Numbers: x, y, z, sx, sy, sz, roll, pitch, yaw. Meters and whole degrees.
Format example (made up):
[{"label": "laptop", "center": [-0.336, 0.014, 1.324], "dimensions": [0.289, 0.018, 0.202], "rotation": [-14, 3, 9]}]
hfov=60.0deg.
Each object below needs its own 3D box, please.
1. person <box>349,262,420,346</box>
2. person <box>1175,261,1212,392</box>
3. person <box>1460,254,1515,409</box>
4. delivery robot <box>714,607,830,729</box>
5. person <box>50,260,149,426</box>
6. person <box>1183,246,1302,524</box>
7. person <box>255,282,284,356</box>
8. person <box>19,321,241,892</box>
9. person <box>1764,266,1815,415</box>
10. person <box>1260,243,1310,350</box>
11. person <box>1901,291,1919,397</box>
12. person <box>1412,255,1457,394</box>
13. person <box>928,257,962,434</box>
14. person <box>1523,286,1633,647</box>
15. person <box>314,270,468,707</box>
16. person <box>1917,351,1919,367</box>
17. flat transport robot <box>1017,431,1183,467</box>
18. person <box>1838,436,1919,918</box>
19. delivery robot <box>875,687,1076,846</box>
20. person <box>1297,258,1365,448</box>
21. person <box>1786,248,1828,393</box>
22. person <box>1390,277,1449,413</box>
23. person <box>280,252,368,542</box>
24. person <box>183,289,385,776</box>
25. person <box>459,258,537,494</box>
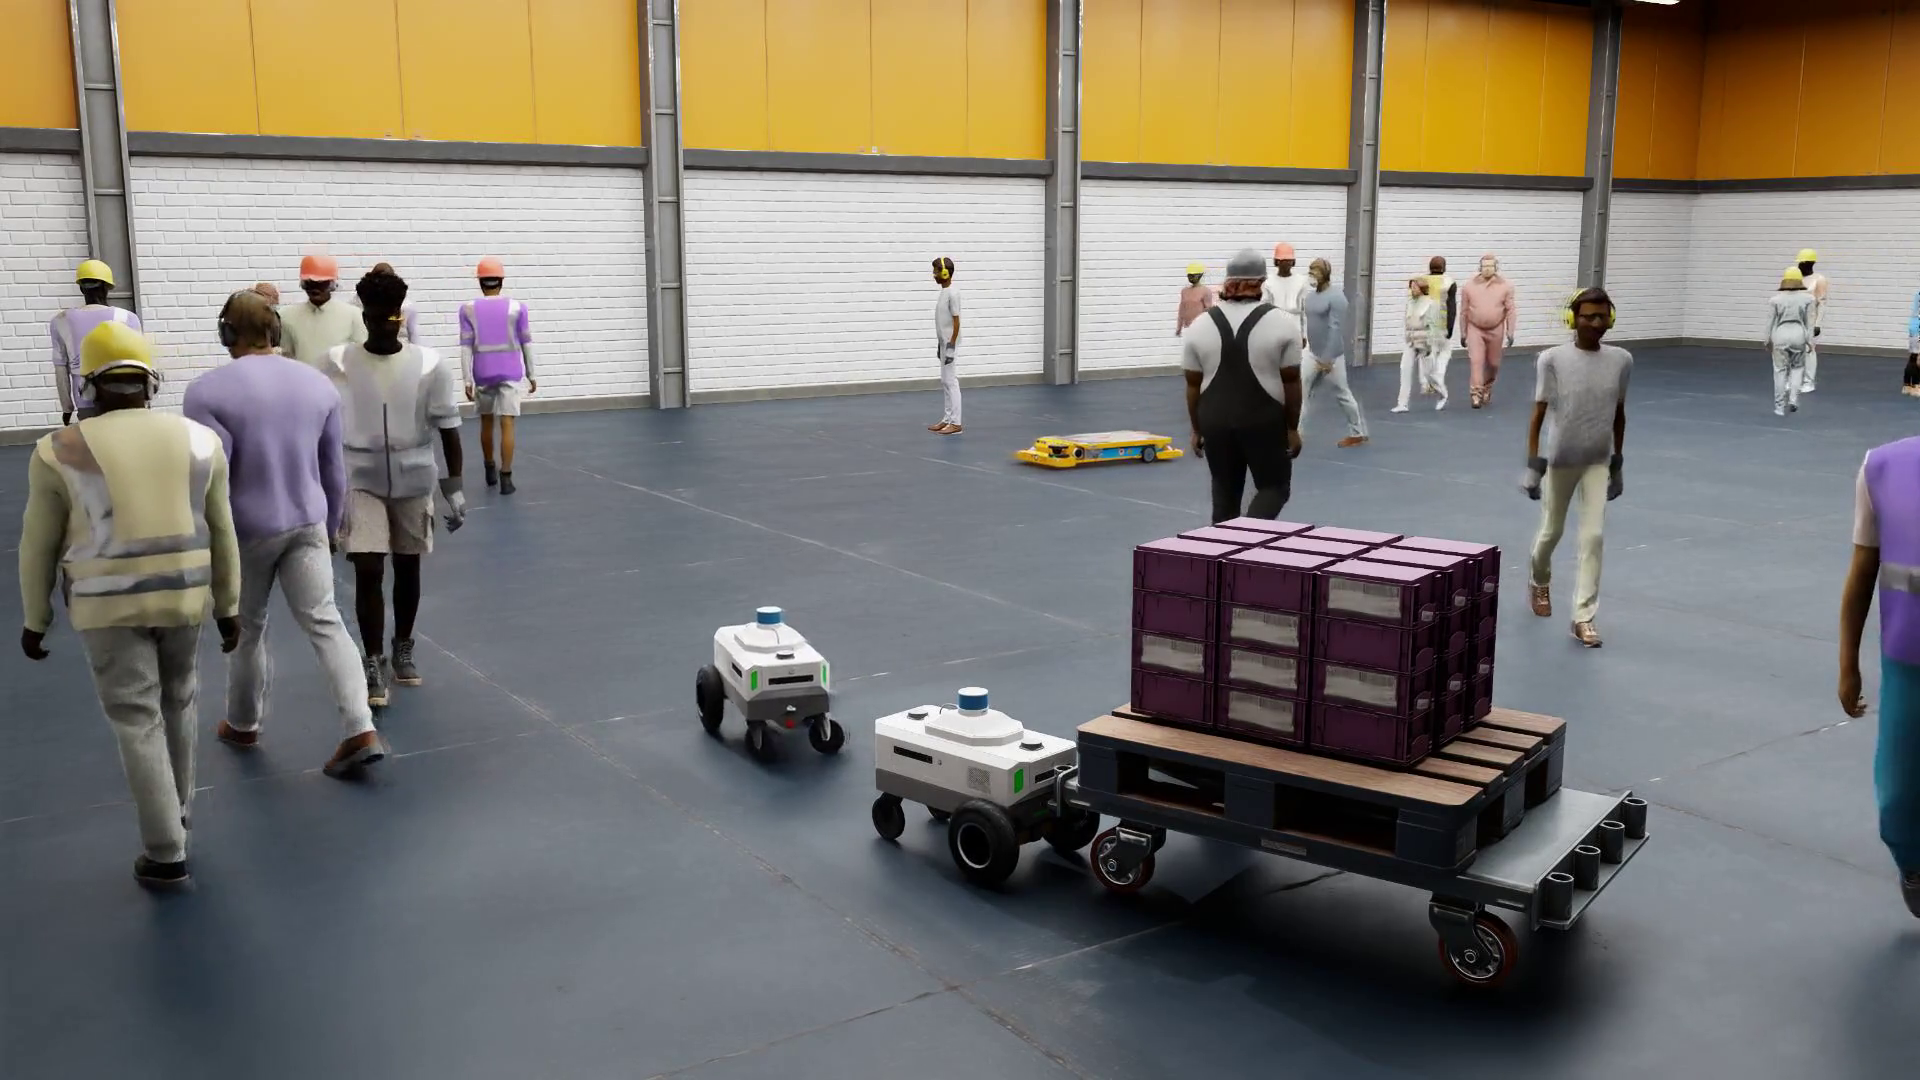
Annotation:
[{"label": "person", "center": [-5.511, -1.733, 15.952], "dimensions": [0.634, 1.836, 0.429], "rotation": [-3, 11, -17]}, {"label": "person", "center": [3.130, -2.834, 22.222], "dimensions": [0.394, 1.754, 0.529], "rotation": [-8, 13, -36]}, {"label": "person", "center": [6.476, -2.574, 20.451], "dimensions": [0.651, 1.876, 0.883], "rotation": [3, 11, 14]}, {"label": "delivery robot", "center": [-0.781, 0.519, 6.846], "dimensions": [0.477, 0.478, 0.707], "rotation": [-4, 11, -20]}, {"label": "person", "center": [-5.913, -0.965, 11.502], "dimensions": [0.586, 1.917, 0.380], "rotation": [-3, 11, -14]}, {"label": "person", "center": [1.644, -0.692, 9.666], "dimensions": [0.701, 2.000, 0.632], "rotation": [5, 12, 27]}, {"label": "person", "center": [-6.747, -1.706, 16.344], "dimensions": [0.522, 1.633, 0.310], "rotation": [-9, 14, -41]}, {"label": "person", "center": [-2.726, 0.199, 5.418], "dimensions": [0.799, 1.797, 0.613], "rotation": [9, 14, 41]}, {"label": "person", "center": [9.696, -2.329, 19.474], "dimensions": [0.518, 1.725, 0.392], "rotation": [4, 11, 21]}, {"label": "person", "center": [3.692, -2.377, 19.022], "dimensions": [0.629, 1.990, 1.024], "rotation": [1, 10, 4]}, {"label": "person", "center": [12.507, -2.692, 21.627], "dimensions": [0.367, 1.681, 0.583], "rotation": [6, 12, 29]}, {"label": "person", "center": [6.254, -2.826, 21.944], "dimensions": [0.624, 1.829, 0.440], "rotation": [7, 13, 35]}, {"label": "person", "center": [-0.147, -2.047, 17.586], "dimensions": [0.326, 1.865, 0.519], "rotation": [-2, 11, -13]}, {"label": "person", "center": [3.229, -0.422, 8.762], "dimensions": [0.539, 1.838, 0.924], "rotation": [1, 10, 5]}, {"label": "person", "center": [-2.536, -0.229, 7.444], "dimensions": [0.629, 1.921, 0.860], "rotation": [-4, 11, -21]}, {"label": "person", "center": [9.843, -1.869, 16.440], "dimensions": [0.664, 1.920, 0.566], "rotation": [5, 11, 26]}, {"label": "flat transport robot", "center": [1.304, -0.854, 15.410], "dimensions": [1.431, 0.197, 0.652], "rotation": [-6, 12, -30]}, {"label": "person", "center": [2.768, 0.347, 4.614], "dimensions": [0.583, 1.819, 0.714], "rotation": [7, 13, 35]}, {"label": "delivery robot", "center": [0.042, 0.742, 5.623], "dimensions": [0.707, 0.478, 0.477], "rotation": [9, 14, 42]}, {"label": "person", "center": [3.563, -1.802, 16.221], "dimensions": [1.052, 1.882, 0.634], "rotation": [-4, 11, -23]}, {"label": "person", "center": [11.296, -2.937, 22.287], "dimensions": [0.381, 1.925, 0.593], "rotation": [-3, 11, -17]}, {"label": "person", "center": [5.505, -2.320, 19.759], "dimensions": [0.754, 1.612, 0.515], "rotation": [-7, 12, -32]}, {"label": "person", "center": [-4.304, -0.957, 11.295], "dimensions": [0.611, 1.976, 0.419], "rotation": [-1, 10, -5]}, {"label": "person", "center": [-2.643, -0.027, 6.489], "dimensions": [1.053, 1.884, 0.658], "rotation": [9, 14, 40]}, {"label": "person", "center": [-3.799, -1.358, 13.726], "dimensions": [0.570, 1.896, 0.933], "rotation": [-1, 10, -8]}]
